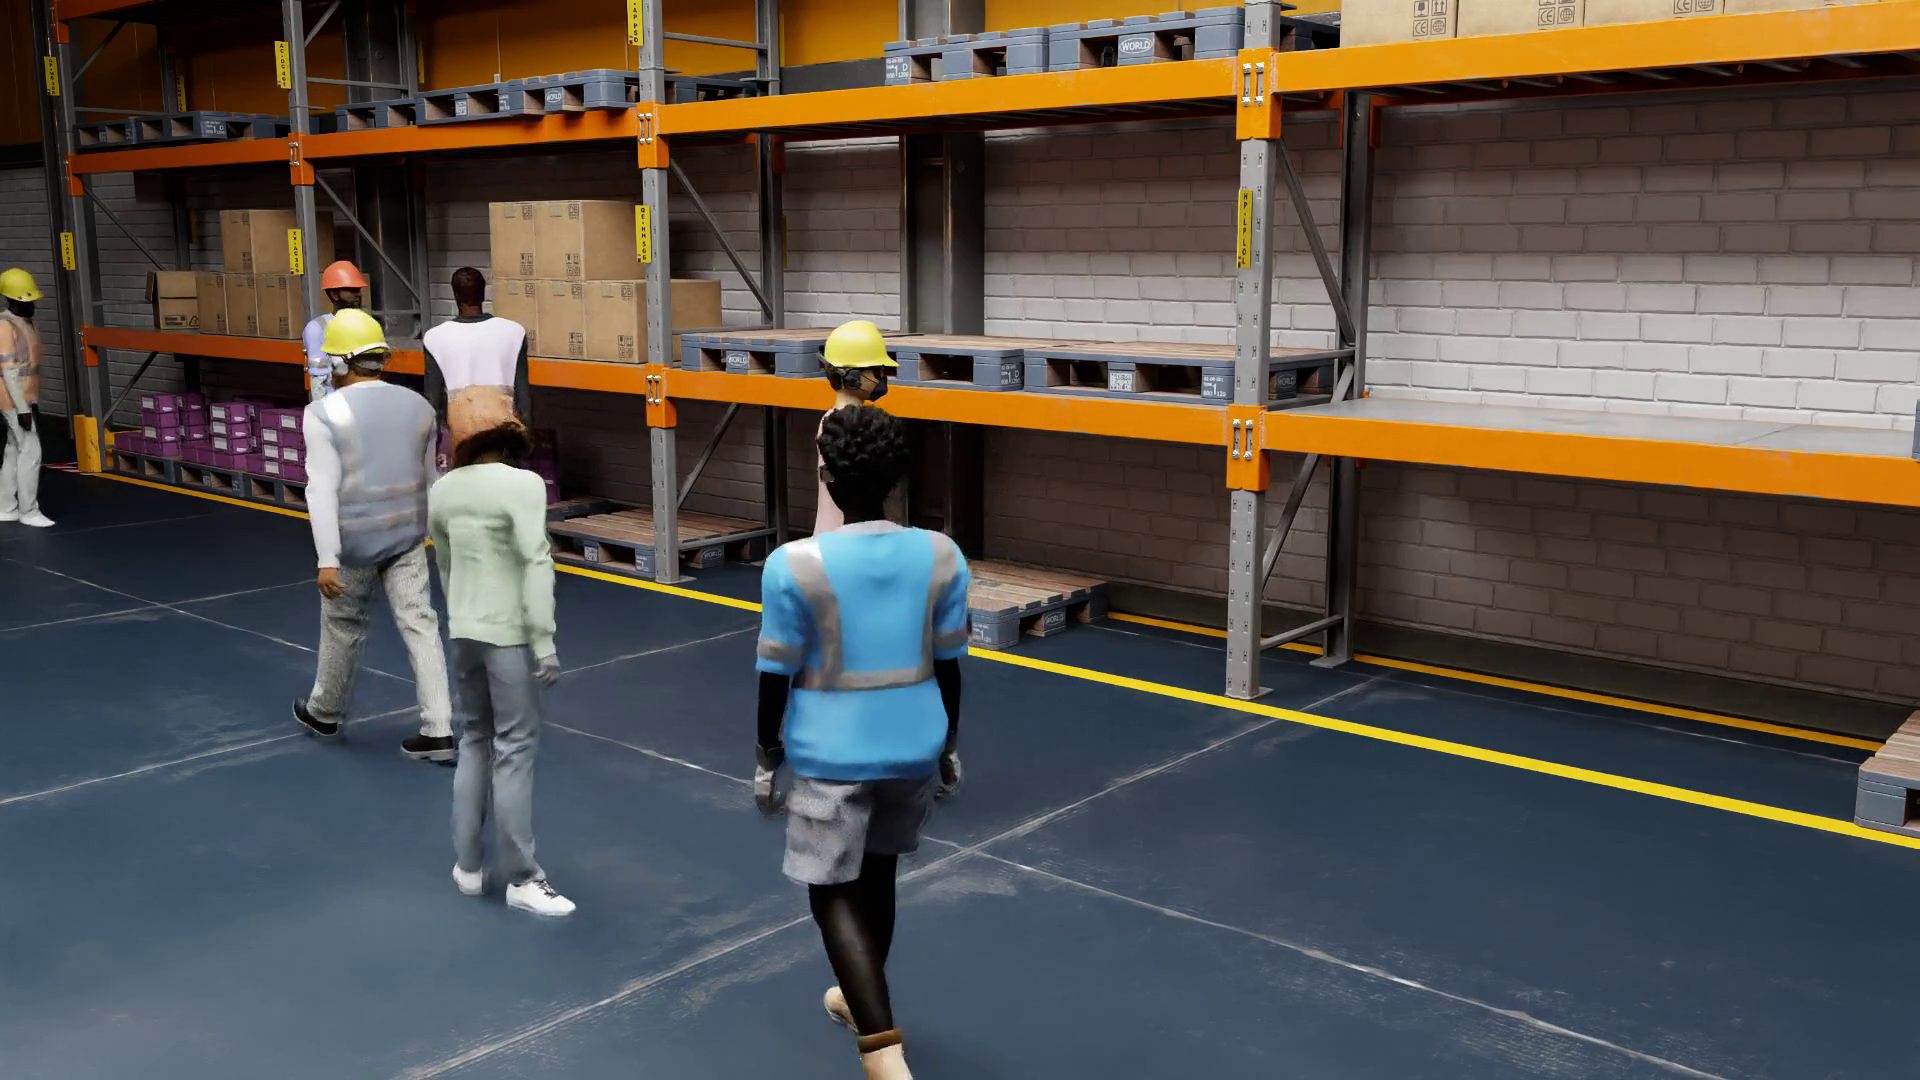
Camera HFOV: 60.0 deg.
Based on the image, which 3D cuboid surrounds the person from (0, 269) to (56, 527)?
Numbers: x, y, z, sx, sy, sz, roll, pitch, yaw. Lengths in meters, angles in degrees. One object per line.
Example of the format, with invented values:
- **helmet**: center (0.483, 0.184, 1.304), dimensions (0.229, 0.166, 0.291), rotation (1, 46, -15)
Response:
- **person**: center (-6.843, -1.017, 12.064), dimensions (0.494, 1.878, 0.669), rotation (-3, 10, -16)

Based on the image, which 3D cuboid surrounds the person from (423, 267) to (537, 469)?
- **person**: center (-2.794, -0.627, 9.717), dimensions (0.624, 1.910, 0.396), rotation (-4, 11, -22)

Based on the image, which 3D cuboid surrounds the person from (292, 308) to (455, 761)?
- **person**: center (-2.356, -0.020, 6.616), dimensions (0.952, 1.782, 0.614), rotation (8, 12, 37)

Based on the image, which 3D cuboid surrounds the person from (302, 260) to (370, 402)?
- **person**: center (-3.900, -0.805, 10.644), dimensions (0.351, 1.942, 0.547), rotation (4, 11, 23)

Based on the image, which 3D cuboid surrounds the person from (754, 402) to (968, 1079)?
- **person**: center (-0.214, 0.510, 3.947), dimensions (0.541, 1.672, 0.797), rotation (-5, 11, -28)

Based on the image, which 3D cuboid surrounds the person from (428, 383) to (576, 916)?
- **person**: center (-1.384, 0.329, 5.140), dimensions (0.627, 1.610, 0.315), rotation (7, 12, 36)

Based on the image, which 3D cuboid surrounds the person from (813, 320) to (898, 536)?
- **person**: center (-0.381, 0.102, 5.981), dimensions (0.326, 1.769, 0.524), rotation (-2, 10, -10)
